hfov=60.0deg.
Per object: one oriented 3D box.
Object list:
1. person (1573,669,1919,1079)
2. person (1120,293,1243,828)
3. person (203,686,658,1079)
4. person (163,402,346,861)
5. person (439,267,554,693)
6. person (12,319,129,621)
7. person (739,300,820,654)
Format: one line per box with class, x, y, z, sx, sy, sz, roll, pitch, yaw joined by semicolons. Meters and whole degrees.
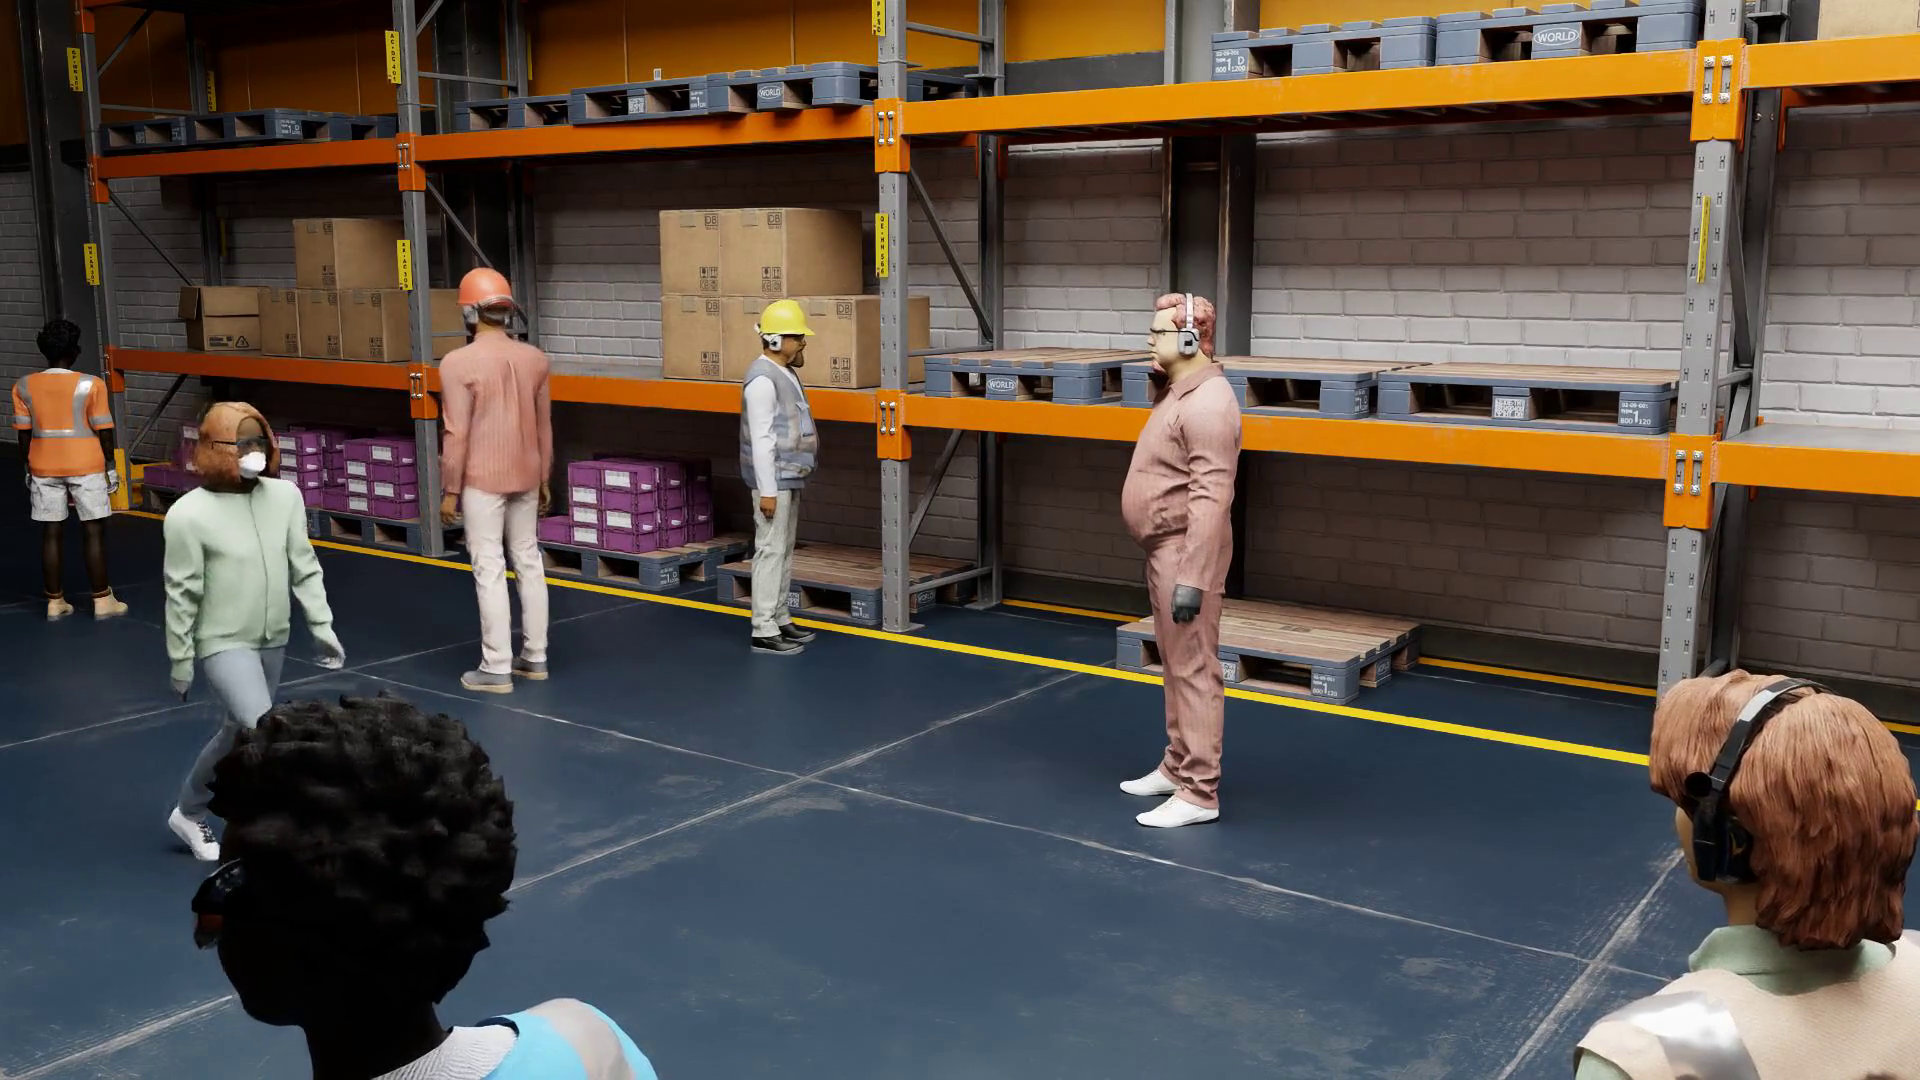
person;0.774;0.936;1.660;0.512;1.641;0.307;-5;11;-29
person;0.786;0.074;5.999;0.409;1.908;0.639;0;10;-1
person;-0.452;0.954;1.377;0.316;1.698;0.540;5;11;27
person;-2.353;0.335;5.371;0.849;1.593;0.499;4;10;22
person;-2.194;-0.282;7.859;0.395;1.992;0.622;7;12;34
person;-5.008;-0.386;9.362;0.542;1.695;0.316;0;10;-3
person;-0.930;-0.325;8.630;0.403;1.824;0.596;1;10;7
